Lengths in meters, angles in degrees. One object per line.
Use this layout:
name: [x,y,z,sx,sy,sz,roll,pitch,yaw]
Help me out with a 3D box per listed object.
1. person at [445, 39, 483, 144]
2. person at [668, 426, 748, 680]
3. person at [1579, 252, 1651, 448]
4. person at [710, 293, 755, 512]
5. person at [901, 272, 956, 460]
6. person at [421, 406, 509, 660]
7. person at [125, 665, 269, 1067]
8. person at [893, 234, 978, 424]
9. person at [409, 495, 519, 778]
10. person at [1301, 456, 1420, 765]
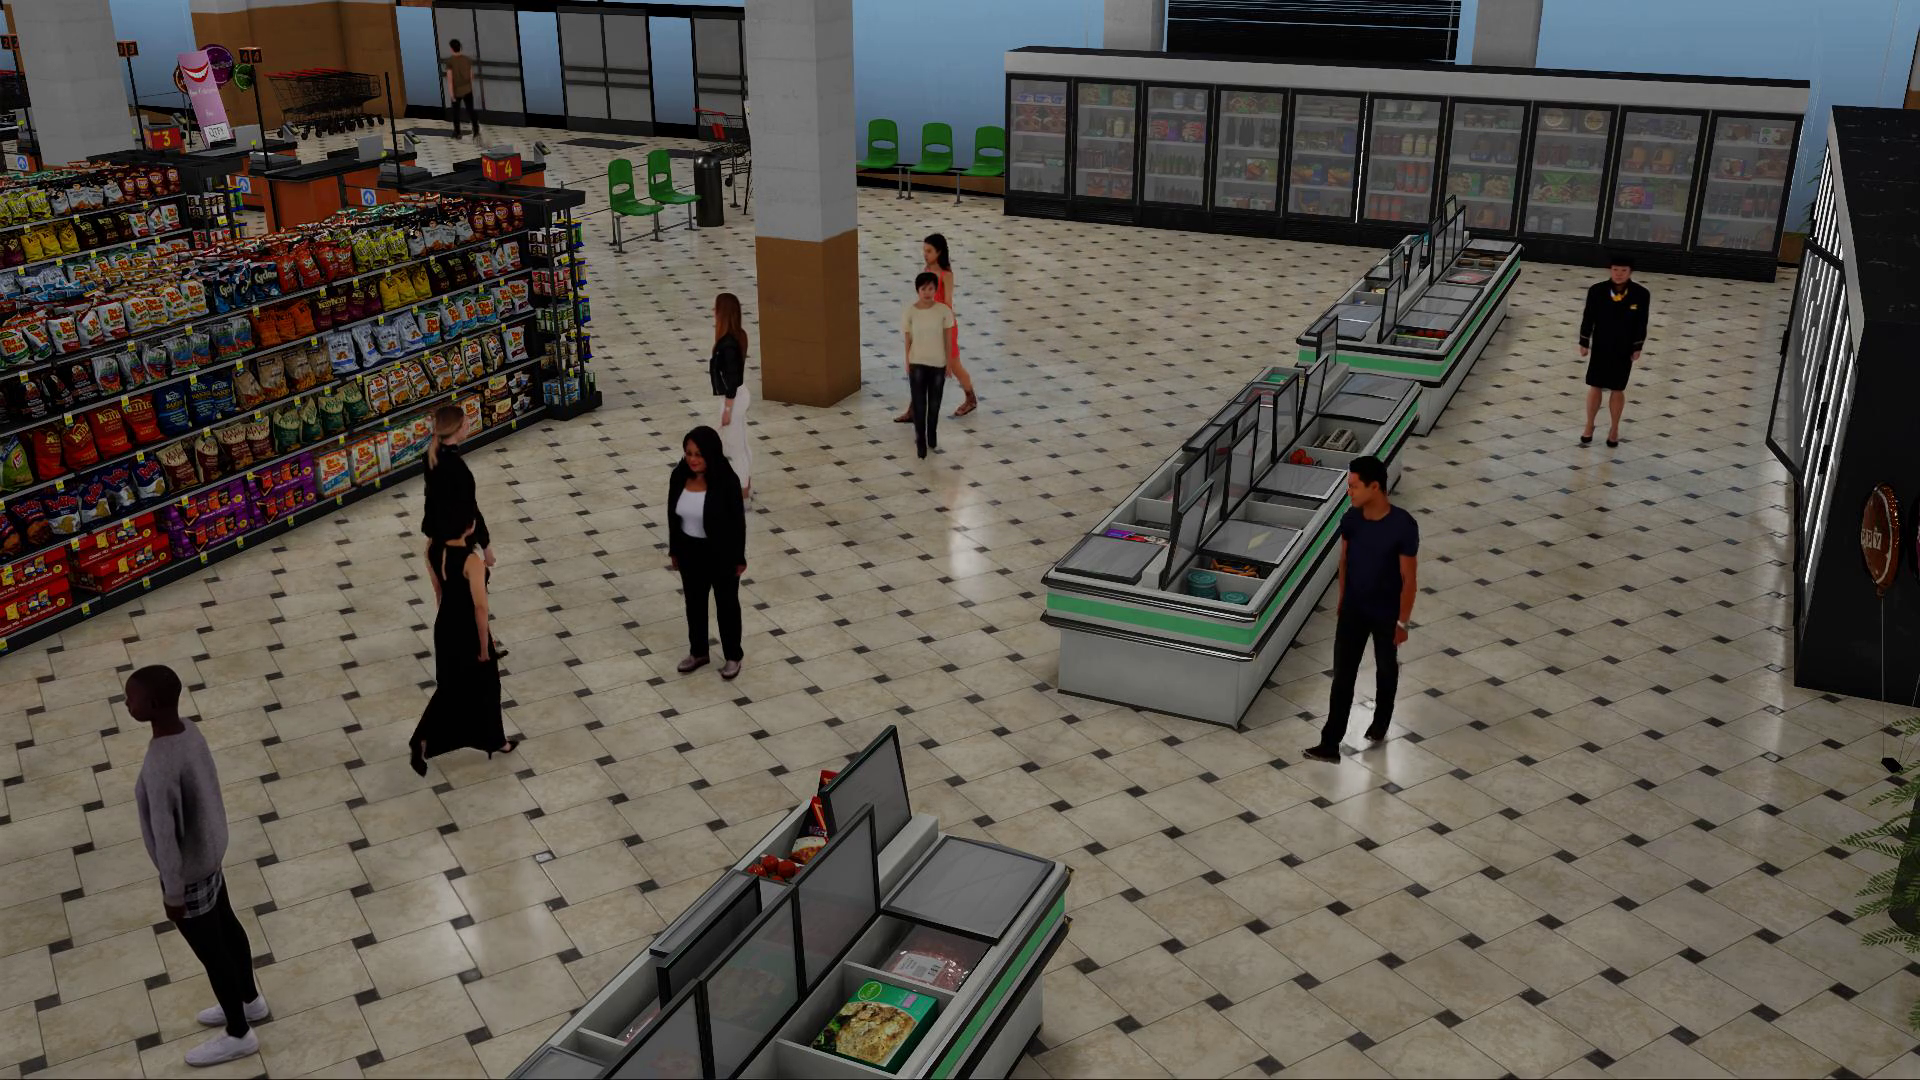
person: [-8.987,-8.106,30.168,1.262,1.812,1.144,-14,26,-32]
person: [-1.520,0.066,10.096,0.691,1.614,0.669,6,23,15]
person: [5.596,-1.636,14.254,0.681,1.672,0.612,11,24,25]
person: [-1.737,-1.068,12.797,0.733,1.704,0.591,1,22,3]
person: [-0.269,-1.488,14.042,0.901,1.555,1.076,-2,22,-4]
person: [-3.074,0.075,9.899,0.737,1.743,0.864,19,29,39]
person: [-3.111,1.309,6.793,0.744,1.769,0.654,-5,22,-12]
person: [-0.110,-1.855,14.794,1.178,1.676,0.878,-18,28,-38]
person: [-2.734,0.547,8.940,0.588,1.583,0.899,11,24,24]
person: [2.339,0.369,9.186,0.866,1.729,1.131,17,28,37]
